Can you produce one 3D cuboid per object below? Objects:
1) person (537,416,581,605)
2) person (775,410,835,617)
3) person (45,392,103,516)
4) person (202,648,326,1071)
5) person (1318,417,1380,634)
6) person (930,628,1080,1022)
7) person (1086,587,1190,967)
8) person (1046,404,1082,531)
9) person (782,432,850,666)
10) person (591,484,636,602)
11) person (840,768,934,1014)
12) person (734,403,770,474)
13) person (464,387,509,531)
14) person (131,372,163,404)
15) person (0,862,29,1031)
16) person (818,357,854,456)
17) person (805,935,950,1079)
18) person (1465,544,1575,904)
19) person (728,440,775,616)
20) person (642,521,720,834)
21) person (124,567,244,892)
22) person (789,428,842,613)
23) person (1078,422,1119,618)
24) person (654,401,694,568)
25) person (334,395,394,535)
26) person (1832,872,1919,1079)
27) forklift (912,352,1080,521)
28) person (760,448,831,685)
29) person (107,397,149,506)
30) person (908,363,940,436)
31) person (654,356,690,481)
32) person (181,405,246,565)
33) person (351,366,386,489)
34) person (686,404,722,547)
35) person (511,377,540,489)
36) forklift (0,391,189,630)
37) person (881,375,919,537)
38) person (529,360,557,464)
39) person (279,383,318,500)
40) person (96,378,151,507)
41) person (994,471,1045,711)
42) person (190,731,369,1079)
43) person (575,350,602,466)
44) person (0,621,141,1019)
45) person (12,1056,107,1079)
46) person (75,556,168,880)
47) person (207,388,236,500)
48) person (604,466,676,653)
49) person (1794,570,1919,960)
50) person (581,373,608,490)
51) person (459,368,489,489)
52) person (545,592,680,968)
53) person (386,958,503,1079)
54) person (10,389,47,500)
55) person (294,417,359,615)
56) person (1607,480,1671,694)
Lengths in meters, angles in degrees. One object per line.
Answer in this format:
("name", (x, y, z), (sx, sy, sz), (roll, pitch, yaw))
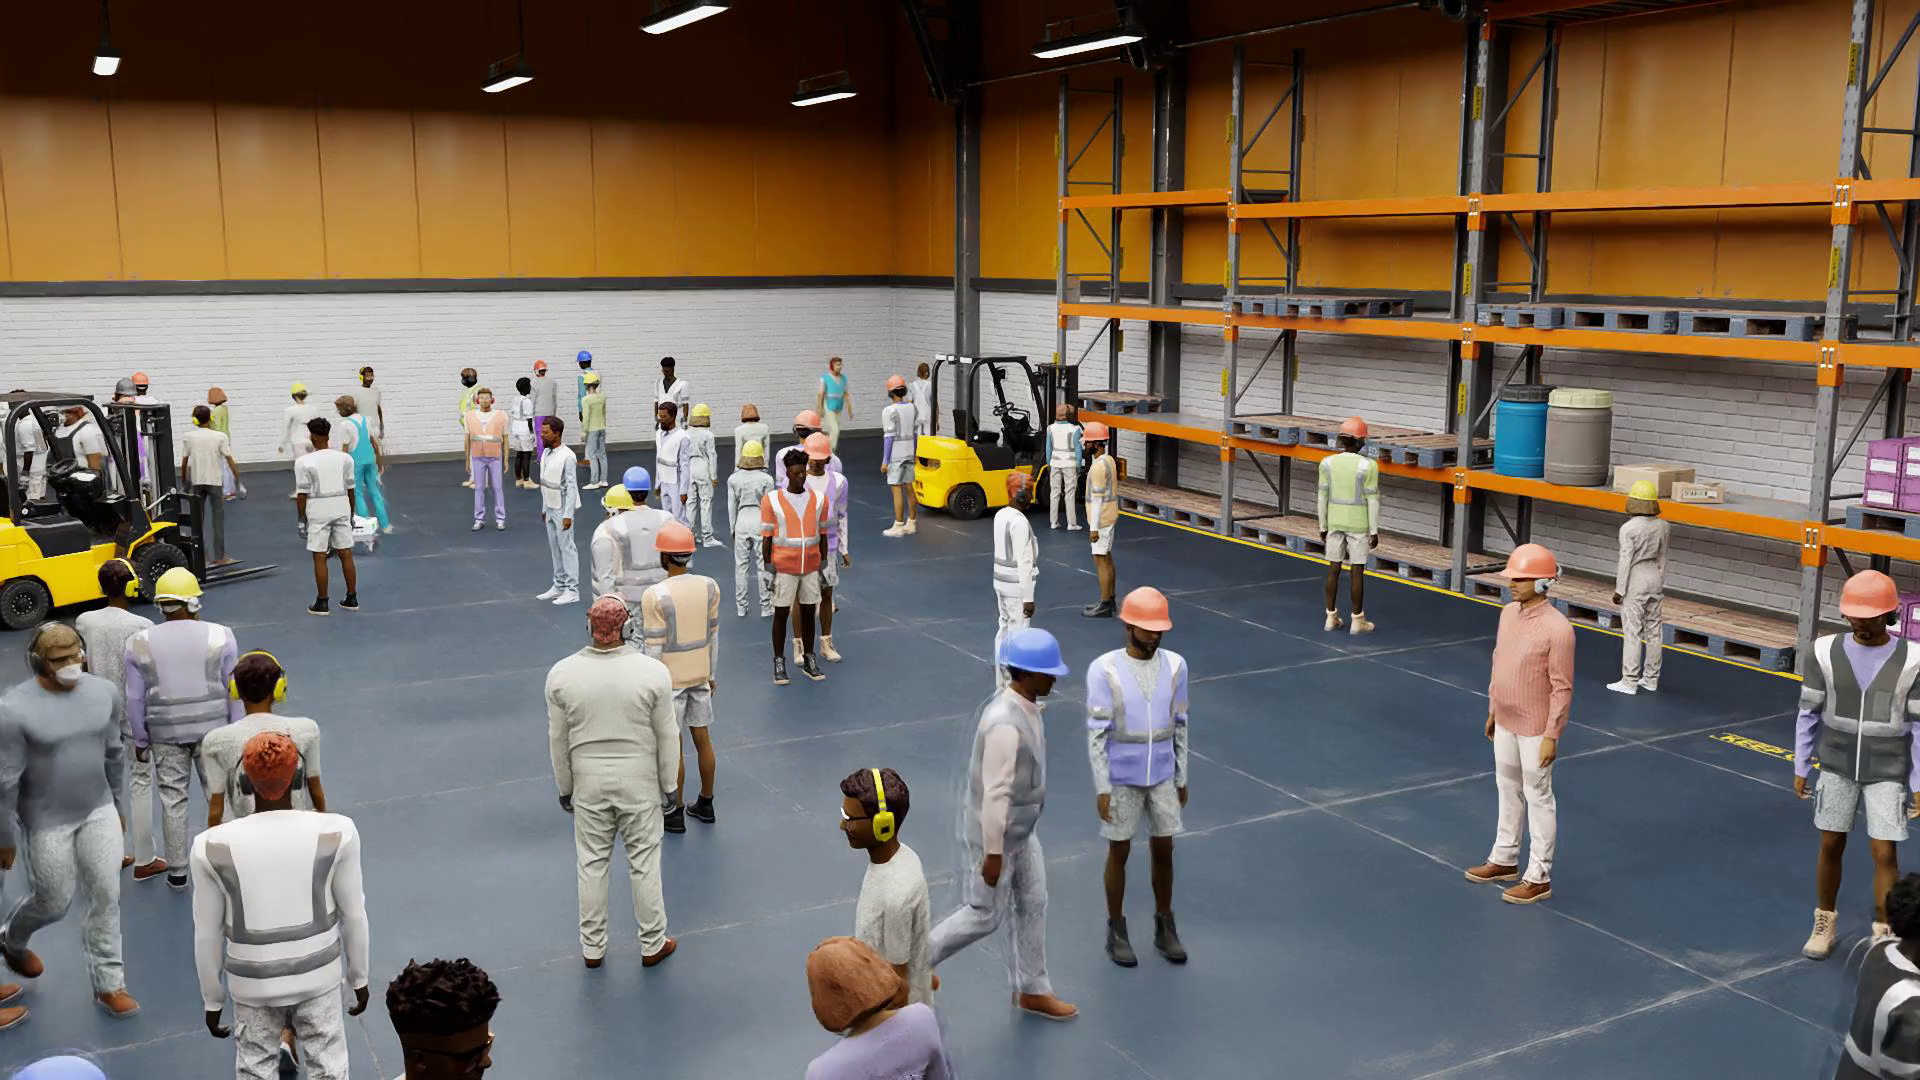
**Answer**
("person", (-4.092, -0.309, 16.992), (0.391, 1.920, 0.587), (-8, 13, -38))
("person", (-1.495, -0.259, 16.352), (0.613, 2.039, 0.393), (2, 10, 10))
("person", (-9.983, -0.685, 18.807), (0.704, 2.000, 0.638), (5, 11, 29))
("person", (-3.084, 1.409, 7.420), (0.521, 1.830, 0.926), (-3, 10, -16))
("person", (3.666, -0.139, 15.652), (0.605, 2.045, 0.385), (8, 13, 40))
("person", (0.110, 1.318, 7.698), (0.822, 1.909, 0.647), (3, 10, 15))
("person", (0.907, 1.180, 8.376), (0.556, 1.933, 0.374), (-3, 10, -16))
("person", (1.341, -0.933, 21.394), (0.512, 1.638, 0.312), (6, 12, 32))
("person", (-1.239, 0.077, 14.432), (0.605, 2.036, 0.393), (-4, 11, -23))
("person", (-2.619, 0.470, 12.808), (0.403, 1.819, 0.602), (1, 10, 5))
("person", (-0.251, 1.680, 5.720), (0.326, 1.862, 0.508), (-1, 10, -7))
("person", (-2.687, -0.953, 21.522), (0.497, 1.633, 0.279), (-6, 12, -33))
("person", (-6.080, -1.042, 21.412), (0.565, 1.850, 0.390), (-1, 10, -8))
("person", (-11.213, -1.340, 22.874), (0.365, 1.935, 0.552), (9, 13, 42))
("person", (-4.558, 1.311, 7.663), (0.362, 1.929, 0.629), (-8, 13, -39))
("person", (-2.080, -2.148, 27.852), (0.635, 1.827, 0.566), (8, 12, 38))
("person", (-0.224, 1.934, 4.932), (0.375, 1.609, 0.562), (9, 13, 42))
("person", (3.122, 1.004, 9.222), (0.386, 1.993, 0.615), (-3, 10, -18))
("person", (-2.032, -0.113, 16.372), (0.487, 1.744, 0.296), (2, 10, 10))
("person", (-1.740, 0.845, 10.297), (0.357, 1.938, 0.545), (9, 13, 43))
("person", (-4.342, 1.062, 9.359), (0.592, 1.828, 0.404), (-4, 11, -22))
("person", (-1.460, -0.202, 16.484), (0.660, 1.895, 0.409), (-2, 10, -14))
("person", (1.353, -0.201, 16.362), (0.399, 1.928, 0.542), (2, 10, 14))
("person", (-3.226, -0.620, 18.816), (0.386, 1.913, 0.596), (-8, 13, -38))
("person", (-7.483, -0.927, 20.892), (0.444, 1.803, 0.673), (5, 11, 26))
("person", (2.988, 1.846, 5.372), (0.876, 1.652, 0.534), (2, 10, 12))
("forklift", (0.460, -1.461, 22.833), (2.313, 2.155, 1.214), (-5, 11, -28))
("person", (-1.361, 0.213, 13.849), (0.604, 1.966, 0.367), (-5, 11, -25))
("person", (-9.516, -0.681, 19.112), (0.382, 1.929, 0.541), (2, 10, 13))
("person", (-0.563, -1.869, 26.197), (0.506, 1.842, 0.346), (3, 10, 18))
("person", (-4.510, -1.880, 25.922), (0.603, 1.959, 0.380), (3, 10, 19))
("person", (-8.541, -0.617, 18.985), (0.666, 1.852, 0.378), (-1, 10, -5))
("person", (-8.960, -1.700, 25.187), (0.322, 1.860, 0.519), (9, 13, 41))
("person", (-3.153, -0.788, 20.264), (0.492, 1.740, 0.319), (5, 11, 29))
("person", (-6.590, -1.619, 25.171), (0.317, 1.695, 0.540), (-8, 13, -39))
("forklift", (-9.026, -0.363, 16.508), (1.214, 2.155, 2.313), (6, 11, 29))
("person", (-0.777, -1.053, 20.926), (0.394, 2.040, 0.609), (8, 13, 39))
("person", (-7.067, -2.161, 28.127), (0.330, 1.751, 0.564), (8, 13, 38))
("person", (-9.359, -1.377, 23.708), (0.899, 1.723, 0.539), (6, 11, 31))
("person", (-10.272, -1.004, 20.643), (0.535, 2.000, 0.687), (6, 11, 30))
("person", (0.445, 0.404, 13.008), (0.356, 1.878, 0.574), (-3, 10, -19))
("person", (-2.447, 1.614, 6.047), (0.581, 1.878, 0.344), (-4, 10, -20))
("person", (-6.205, -2.197, 27.813), (0.416, 1.939, 0.604), (4, 10, 20))
("person", (-4.256, 1.292, 7.826), (0.787, 1.912, 0.642), (6, 12, 31))
("person", (-1.907, 2.025, 3.638), (0.600, 1.883, 0.949), (-6, 12, -31))
("person", (-4.780, 1.020, 9.521), (0.510, 1.863, 0.325), (2, 10, 10))
("person", (-10.688, -1.383, 24.023), (0.277, 1.628, 0.525), (-1, 10, -7))
("person", (-2.443, 0.405, 12.791), (0.602, 1.949, 0.389), (-6, 11, -30))
("person", (4.497, 1.145, 8.317), (0.612, 2.029, 0.409), (8, 12, 37))
("person", (-5.536, -1.642, 25.113), (0.317, 1.767, 0.525), (5, 11, 25))
("person", (-7.367, -1.698, 25.257), (0.430, 1.831, 0.645), (-6, 12, -31))
("person", (-1.713, 1.203, 8.321), (0.643, 1.909, 0.410), (0, 10, 0))
("person", (-1.237, 1.933, 3.962), (0.373, 1.962, 0.605), (-3, 10, -18))
("person", (-11.101, -0.824, 19.842), (0.380, 1.958, 0.602), (-3, 10, -16))
("person", (-6.282, -0.241, 16.509), (0.387, 1.957, 0.604), (9, 14, 43))
("person", (5.519, 0.380, 13.531), (0.483, 1.745, 0.306), (-4, 11, -22))
